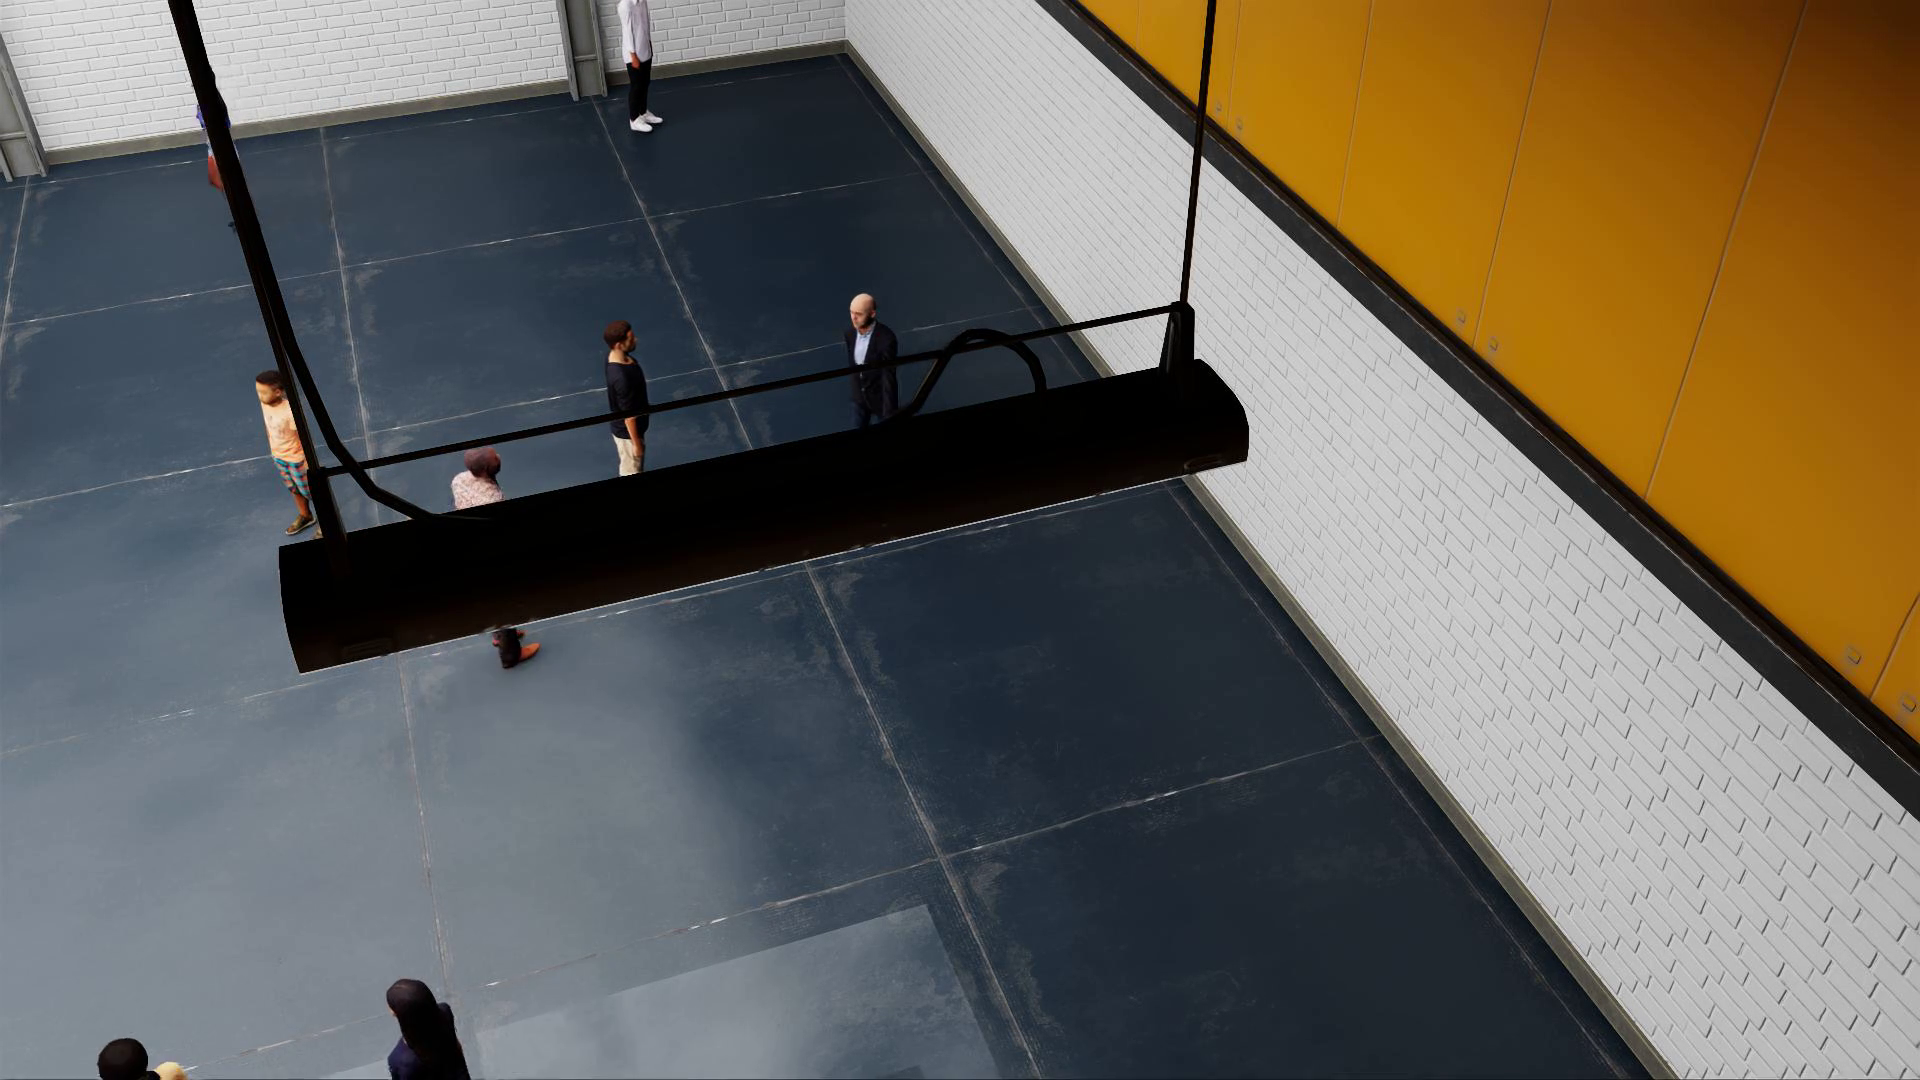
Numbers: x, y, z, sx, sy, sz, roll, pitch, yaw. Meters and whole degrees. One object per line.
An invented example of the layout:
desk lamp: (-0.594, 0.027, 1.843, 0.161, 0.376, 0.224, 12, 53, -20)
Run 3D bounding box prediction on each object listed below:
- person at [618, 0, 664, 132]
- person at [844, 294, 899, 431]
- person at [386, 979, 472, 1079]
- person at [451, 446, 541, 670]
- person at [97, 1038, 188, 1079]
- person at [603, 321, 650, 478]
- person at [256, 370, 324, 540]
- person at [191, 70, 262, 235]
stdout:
person: (-3.523, -5.355, 18.116, 0.777, 1.803, 0.727, 14, 41, 16)
person: (-0.609, -1.129, 12.849, 1.124, 1.771, 1.249, 21, 43, 24)
person: (-2.414, 2.761, 8.008, 1.162, 1.735, 0.934, 5, 39, 7)
person: (-3.200, 0.152, 11.228, 0.832, 1.793, 0.827, 28, 46, 30)
person: (-3.676, 2.955, 7.856, 1.025, 1.622, 0.993, 18, 42, 21)
person: (-2.487, -0.838, 12.421, 0.534, 1.851, 0.636, -11, 40, -14)
person: (-5.013, -0.645, 12.492, 0.596, 1.461, 0.647, 18, 42, 21)
person: (-7.095, -3.801, 16.225, 0.583, 1.734, 0.609, -15, 41, -18)
